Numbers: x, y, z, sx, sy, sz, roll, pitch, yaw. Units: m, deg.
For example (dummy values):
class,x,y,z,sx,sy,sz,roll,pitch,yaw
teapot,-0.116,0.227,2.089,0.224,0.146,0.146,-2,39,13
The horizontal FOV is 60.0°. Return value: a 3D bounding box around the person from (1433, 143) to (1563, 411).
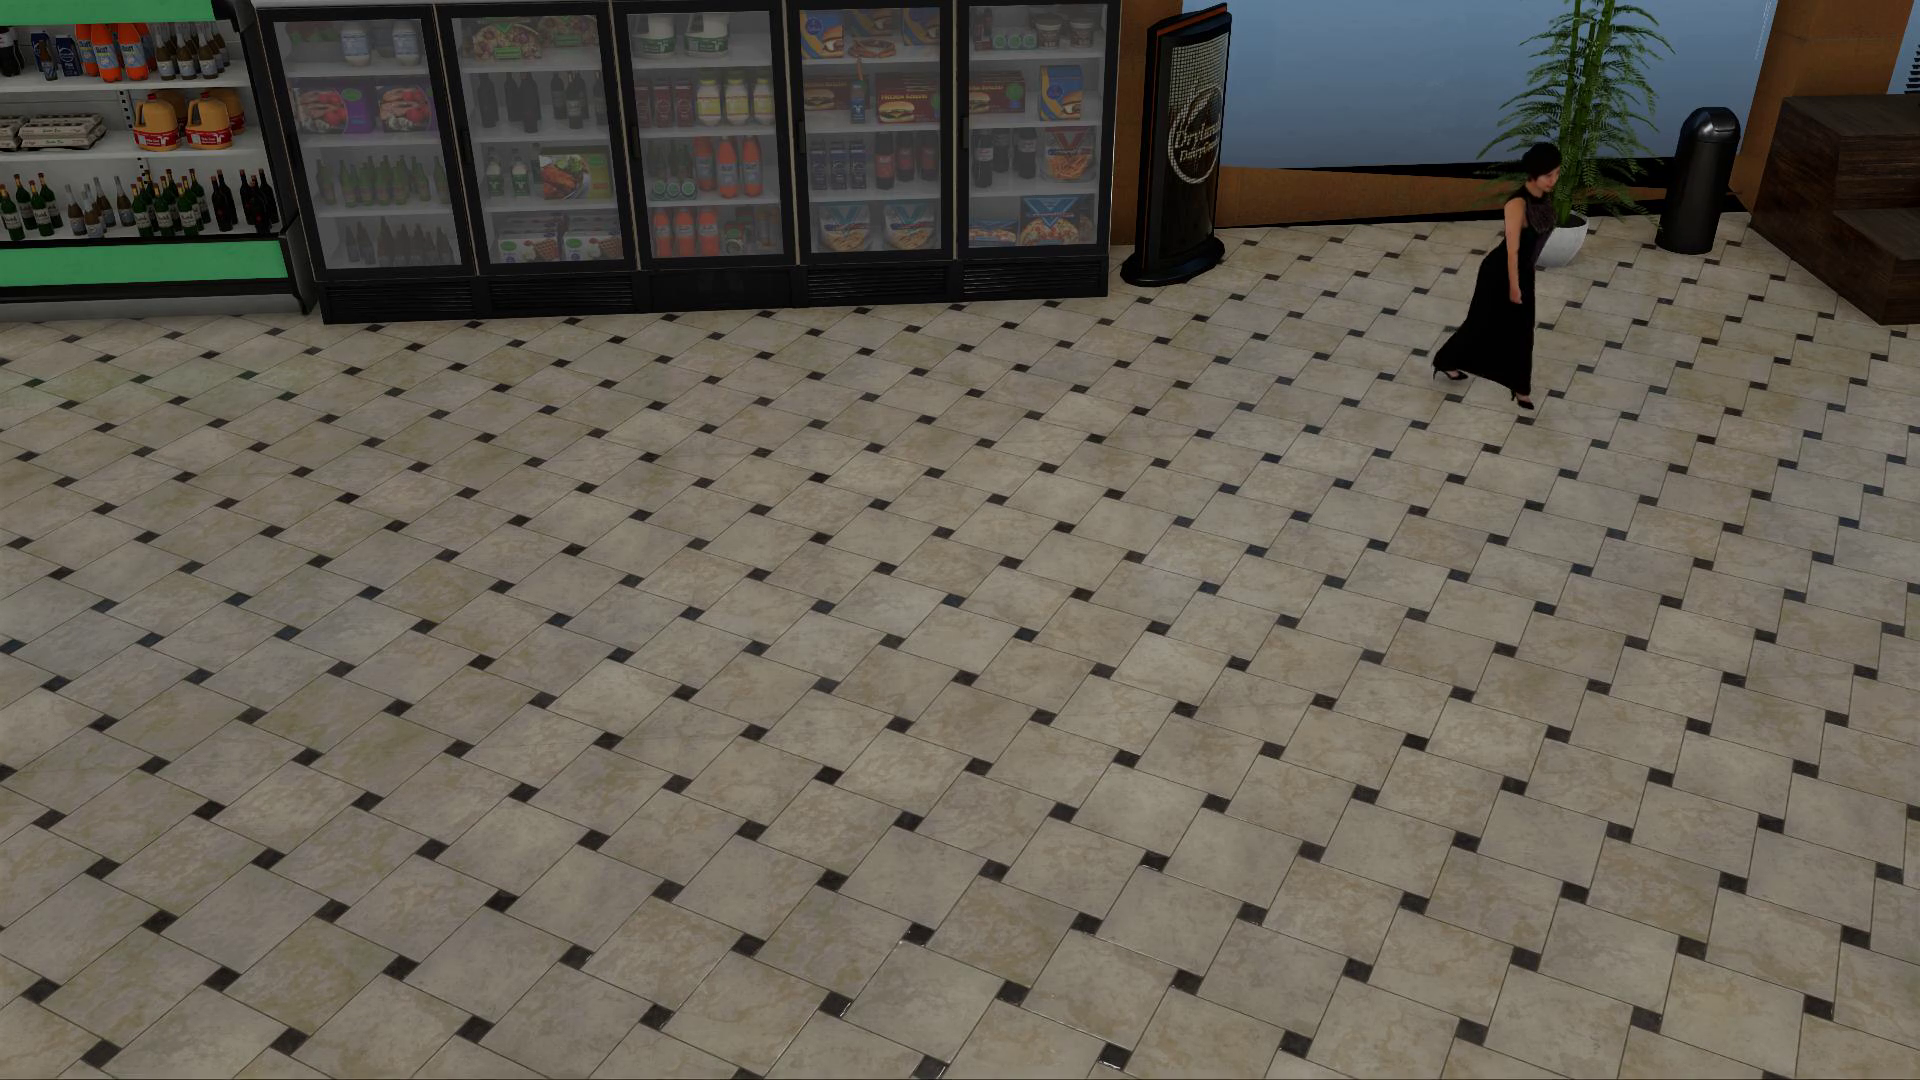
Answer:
class,x,y,z,sx,sy,sz,roll,pitch,yaw
person,3.061,-1.520,9.455,0.955,1.553,0.951,25,40,34
